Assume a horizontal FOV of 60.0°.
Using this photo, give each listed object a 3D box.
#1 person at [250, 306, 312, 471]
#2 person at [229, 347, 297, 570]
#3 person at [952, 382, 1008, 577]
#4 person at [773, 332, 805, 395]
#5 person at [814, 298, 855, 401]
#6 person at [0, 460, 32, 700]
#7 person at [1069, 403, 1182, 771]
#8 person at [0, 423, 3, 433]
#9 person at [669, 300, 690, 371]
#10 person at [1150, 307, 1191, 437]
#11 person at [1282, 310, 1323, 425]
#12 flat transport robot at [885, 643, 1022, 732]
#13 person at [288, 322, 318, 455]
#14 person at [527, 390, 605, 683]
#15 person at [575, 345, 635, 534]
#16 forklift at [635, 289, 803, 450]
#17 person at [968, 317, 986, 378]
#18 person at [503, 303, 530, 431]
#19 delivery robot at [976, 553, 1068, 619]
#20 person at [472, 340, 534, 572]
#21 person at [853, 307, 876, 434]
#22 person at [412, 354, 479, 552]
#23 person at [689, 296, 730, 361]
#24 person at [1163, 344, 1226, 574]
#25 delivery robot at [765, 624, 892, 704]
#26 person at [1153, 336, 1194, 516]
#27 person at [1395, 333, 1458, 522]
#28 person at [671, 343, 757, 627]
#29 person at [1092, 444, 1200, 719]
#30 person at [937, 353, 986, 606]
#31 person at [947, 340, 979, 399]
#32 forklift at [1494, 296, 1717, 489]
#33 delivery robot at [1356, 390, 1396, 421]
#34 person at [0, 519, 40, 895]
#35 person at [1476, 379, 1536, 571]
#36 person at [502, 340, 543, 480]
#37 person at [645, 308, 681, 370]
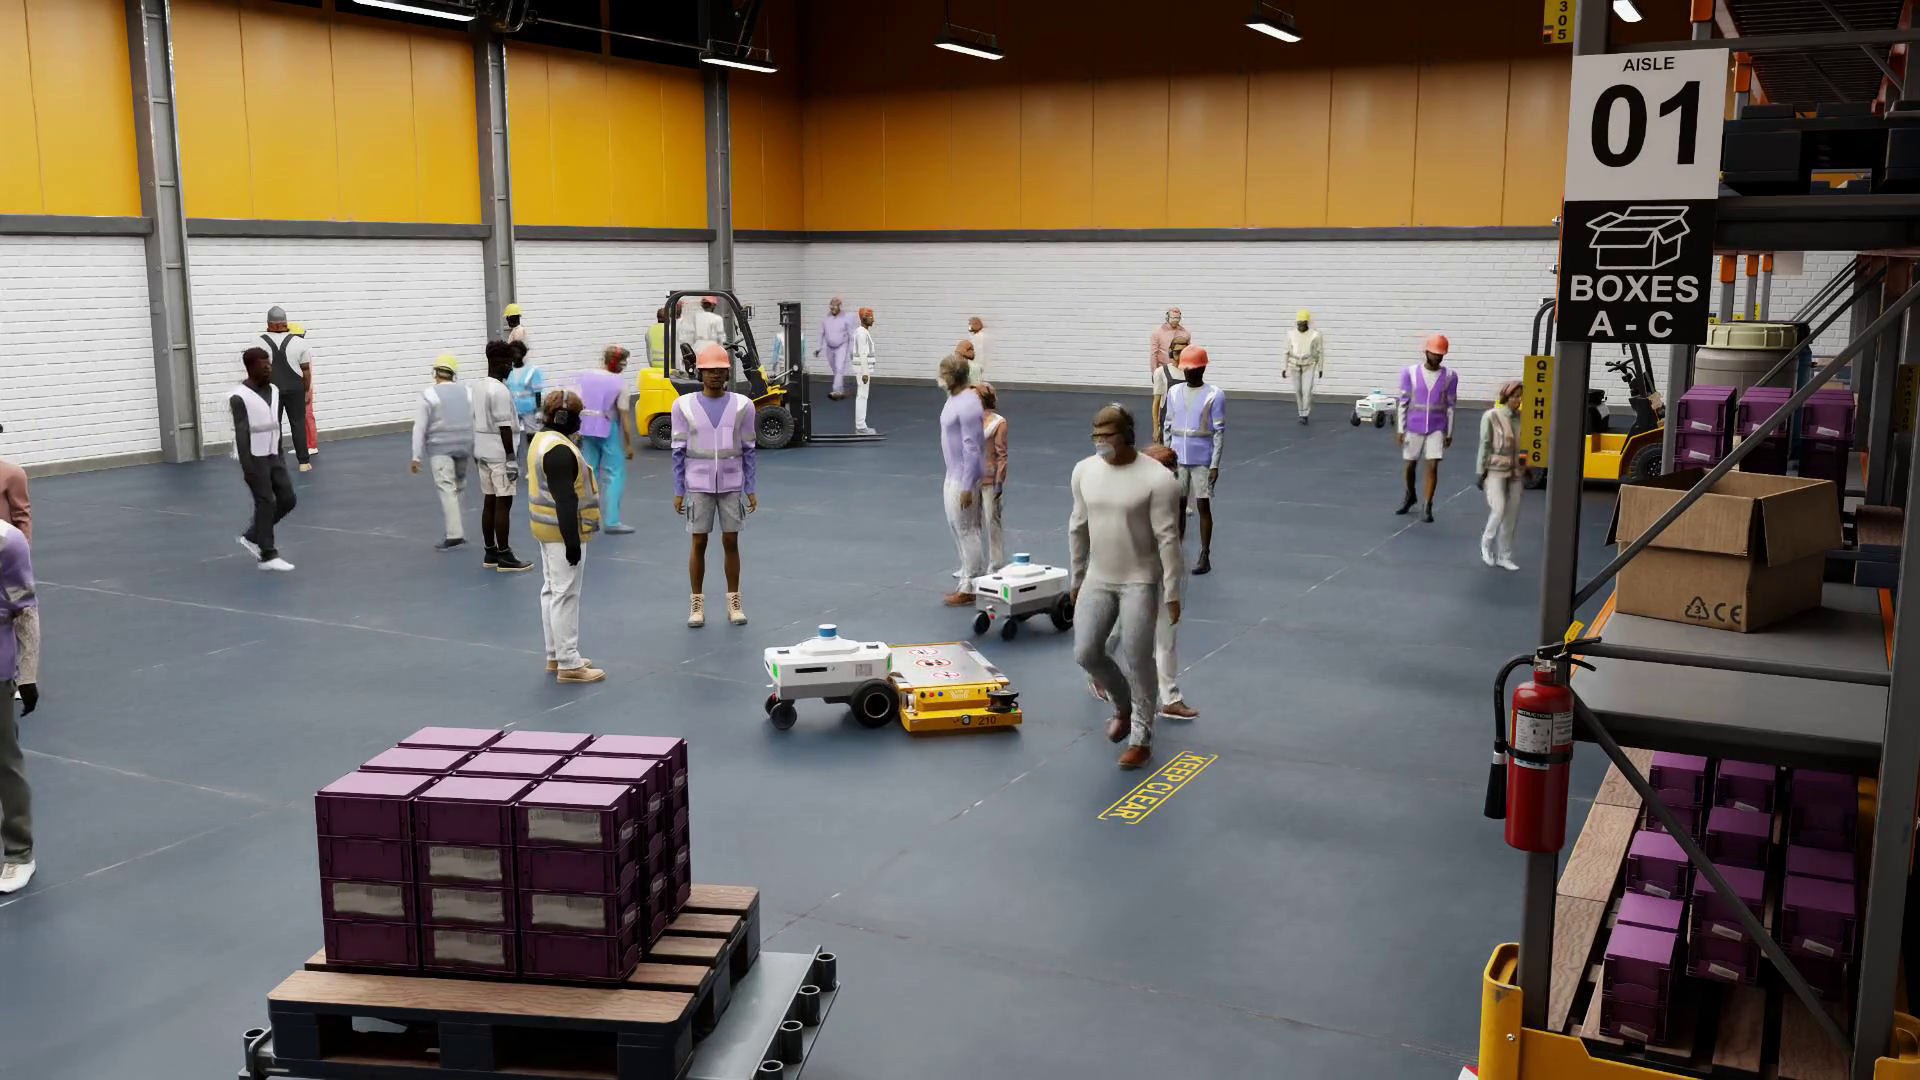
[{"bbox_3d":[-8.336,-1.853,20.459,0.686,2.000,0.538,-4,10,-20],"label":"person"},{"bbox_3d":[-5.911,-0.681,14.071,0.457,1.903,0.615,2,10,10],"label":"person"},{"bbox_3d":[0.176,-0.482,13.681,0.514,1.641,0.307,8,13,39],"label":"person"},{"bbox_3d":[-2.897,-2.963,28.173,0.531,1.600,0.832,0,10,-3],"label":"person"},{"bbox_3d":[-2.295,-3.458,30.293,0.661,1.855,0.995,4,11,24],"label":"person"},{"bbox_3d":[-5.840,0.100,9.969,0.522,1.761,0.321,-1,10,-8],"label":"person"},{"bbox_3d":[0.881,0.241,8.724,0.717,1.917,0.479,6,12,33],"label":"person"},{"bbox_3d":[-10.443,-1.312,17.693,0.548,1.909,0.736,6,11,30],"label":"person"},{"bbox_3d":[-4.877,-3.223,28.861,0.500,1.875,0.608,-8,13,-38],"label":"person"},{"bbox_3d":[3.093,-2.453,24.334,0.641,1.905,0.410,-3,10,-16],"label":"person"},{"bbox_3d":[5.350,-2.702,26.091,0.617,1.792,0.863,4,11,23],"label":"person"},{"bbox_3d":[-0.131,0.846,9.951,0.652,0.197,1.431,-2,10,-13],"label":"flat transport robot"},{"bbox_3d":[-8.788,-2.006,22.142,0.312,1.768,0.522,-9,14,-43],"label":"person"},{"bbox_3d":[-2.484,-0.027,10.479,0.429,1.840,0.624,-4,11,-24],"label":"person"},{"bbox_3d":[-3.455,-0.960,15.976,0.687,1.809,0.397,5,11,25],"label":"person"},{"bbox_3d":[-3.358,-2.392,23.136,2.313,2.155,1.214,-1,10,-5],"label":"forklift"},{"bbox_3d":[0.275,-2.954,28.047,0.401,1.620,0.530,-5,11,-28],"label":"person"},{"bbox_3d":[-6.695,-2.610,25.164,0.362,1.928,0.587,-3,10,-15],"label":"person"},{"bbox_3d":[0.439,0.337,11.804,0.477,0.478,0.707,9,14,43],"label":"delivery robot"},{"bbox_3d":[-3.898,-0.713,14.097,0.380,1.958,0.603,-7,12,-36],"label":"person"},{"bbox_3d":[-1.419,-2.498,24.645,0.337,1.881,0.584,-1,10,-4],"label":"person"},{"bbox_3d":[-4.702,-0.810,15.243,0.891,1.770,0.642,10,14,44],"label":"person"},{"bbox_3d":[-4.237,-3.184,28.272,0.618,2.005,0.825,6,11,29],"label":"person"},{"bbox_3d":[1.944,-0.680,13.974,0.544,1.935,0.361,6,12,32],"label":"person"},{"bbox_3d":[-0.758,0.728,9.542,0.707,0.478,0.477,-2,10,-13],"label":"delivery robot"},{"bbox_3d":[2.211,-1.158,16.998,0.514,1.844,0.327,-3,10,-17],"label":"person"},{"bbox_3d":[4.698,-1.142,16.763,0.572,1.906,0.719,2,10,13],"label":"person"},{"bbox_3d":[-1.765,-0.392,11.983,0.612,2.048,0.363,-2,10,-14],"label":"person"},{"bbox_3d":[1.062,0.221,9.754,0.552,1.590,0.868,-7,12,-35],"label":"person"},{"bbox_3d":[0.015,-0.463,12.710,0.358,1.936,0.637,-2,10,-12],"label":"person"},{"bbox_3d":[0.057,-1.632,20.356,0.508,1.631,0.267,9,13,42],"label":"person"},{"bbox_3d":[7.296,-1.677,18.993,2.313,2.155,1.214,5,11,27],"label":"forklift"},{"bbox_3d":[6.463,-2.084,25.819,0.707,0.478,0.477,-10,14,-44],"label":"delivery robot"},{"bbox_3d":[-4.157,0.541,6.934,0.594,1.922,0.386,0,10,-1],"label":"person"},{"bbox_3d":[4.624,-0.543,14.052,0.538,1.623,0.374,-3,10,-16],"label":"person"},{"bbox_3d":[-5.158,-1.486,19.403,0.553,1.655,0.819,1,10,5],"label":"person"},{"bbox_3d":[-4.580,-2.685,25.871,0.623,1.839,0.429,6,11,29],"label":"person"}]
